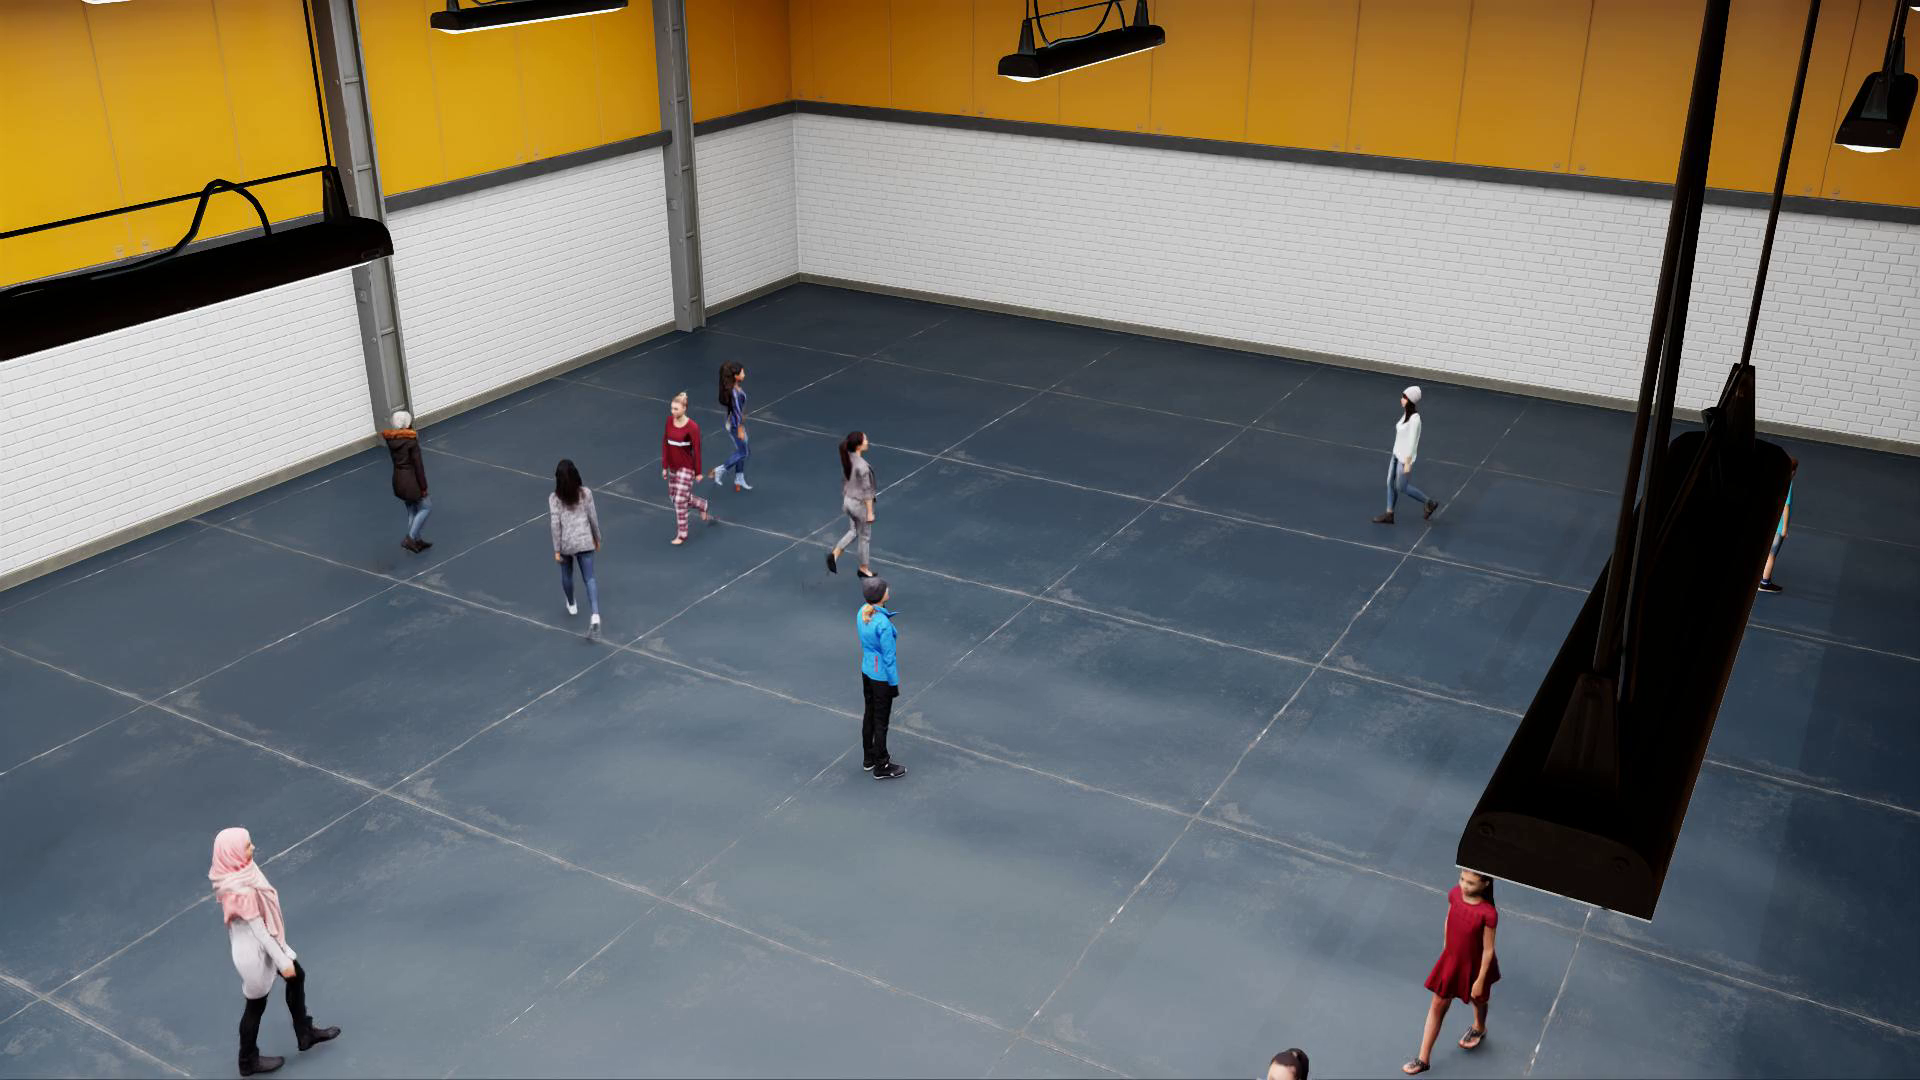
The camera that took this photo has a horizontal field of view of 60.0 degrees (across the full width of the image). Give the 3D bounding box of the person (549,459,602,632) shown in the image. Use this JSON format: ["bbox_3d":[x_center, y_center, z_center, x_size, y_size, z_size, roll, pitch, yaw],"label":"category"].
[{"bbox_3d":[-3.727,0.078,16.182,1.164,1.699,1.145,-9,25,-19],"label":"person"}]

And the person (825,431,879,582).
[{"bbox_3d":[-1.117,-0.313,17.122,0.933,1.663,0.825,-14,27,-28],"label":"person"}]

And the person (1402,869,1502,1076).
[{"bbox_3d":[3.257,2.649,10.535,1.097,1.510,0.780,-19,30,-37],"label":"person"}]

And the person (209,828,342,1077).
[{"bbox_3d":[-4.456,2.602,10.306,0.992,1.782,0.894,-10,26,-22],"label":"person"}]

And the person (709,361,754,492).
[{"bbox_3d":[-2.693,-1.303,19.458,0.879,1.607,0.824,-4,24,-10],"label":"person"}]

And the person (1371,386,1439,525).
[{"bbox_3d":[5.031,-0.919,18.553,0.923,1.626,0.971,0,24,0],"label":"person"}]

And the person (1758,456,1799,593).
[{"bbox_3d":[8.382,-0.191,17.109,0.657,1.449,0.563,0,24,-1],"label":"person"}]

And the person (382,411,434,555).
[{"bbox_3d":[-5.937,-0.584,17.788,0.633,1.626,0.709,12,26,25],"label":"person"}]

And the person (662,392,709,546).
[{"bbox_3d":[-3.001,-0.812,18.241,0.630,1.680,0.902,14,27,29],"label":"person"}]

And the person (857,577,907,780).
[{"bbox_3d":[-0.675,1.125,13.673,0.696,1.790,0.696,-13,27,-27],"label":"person"}]
